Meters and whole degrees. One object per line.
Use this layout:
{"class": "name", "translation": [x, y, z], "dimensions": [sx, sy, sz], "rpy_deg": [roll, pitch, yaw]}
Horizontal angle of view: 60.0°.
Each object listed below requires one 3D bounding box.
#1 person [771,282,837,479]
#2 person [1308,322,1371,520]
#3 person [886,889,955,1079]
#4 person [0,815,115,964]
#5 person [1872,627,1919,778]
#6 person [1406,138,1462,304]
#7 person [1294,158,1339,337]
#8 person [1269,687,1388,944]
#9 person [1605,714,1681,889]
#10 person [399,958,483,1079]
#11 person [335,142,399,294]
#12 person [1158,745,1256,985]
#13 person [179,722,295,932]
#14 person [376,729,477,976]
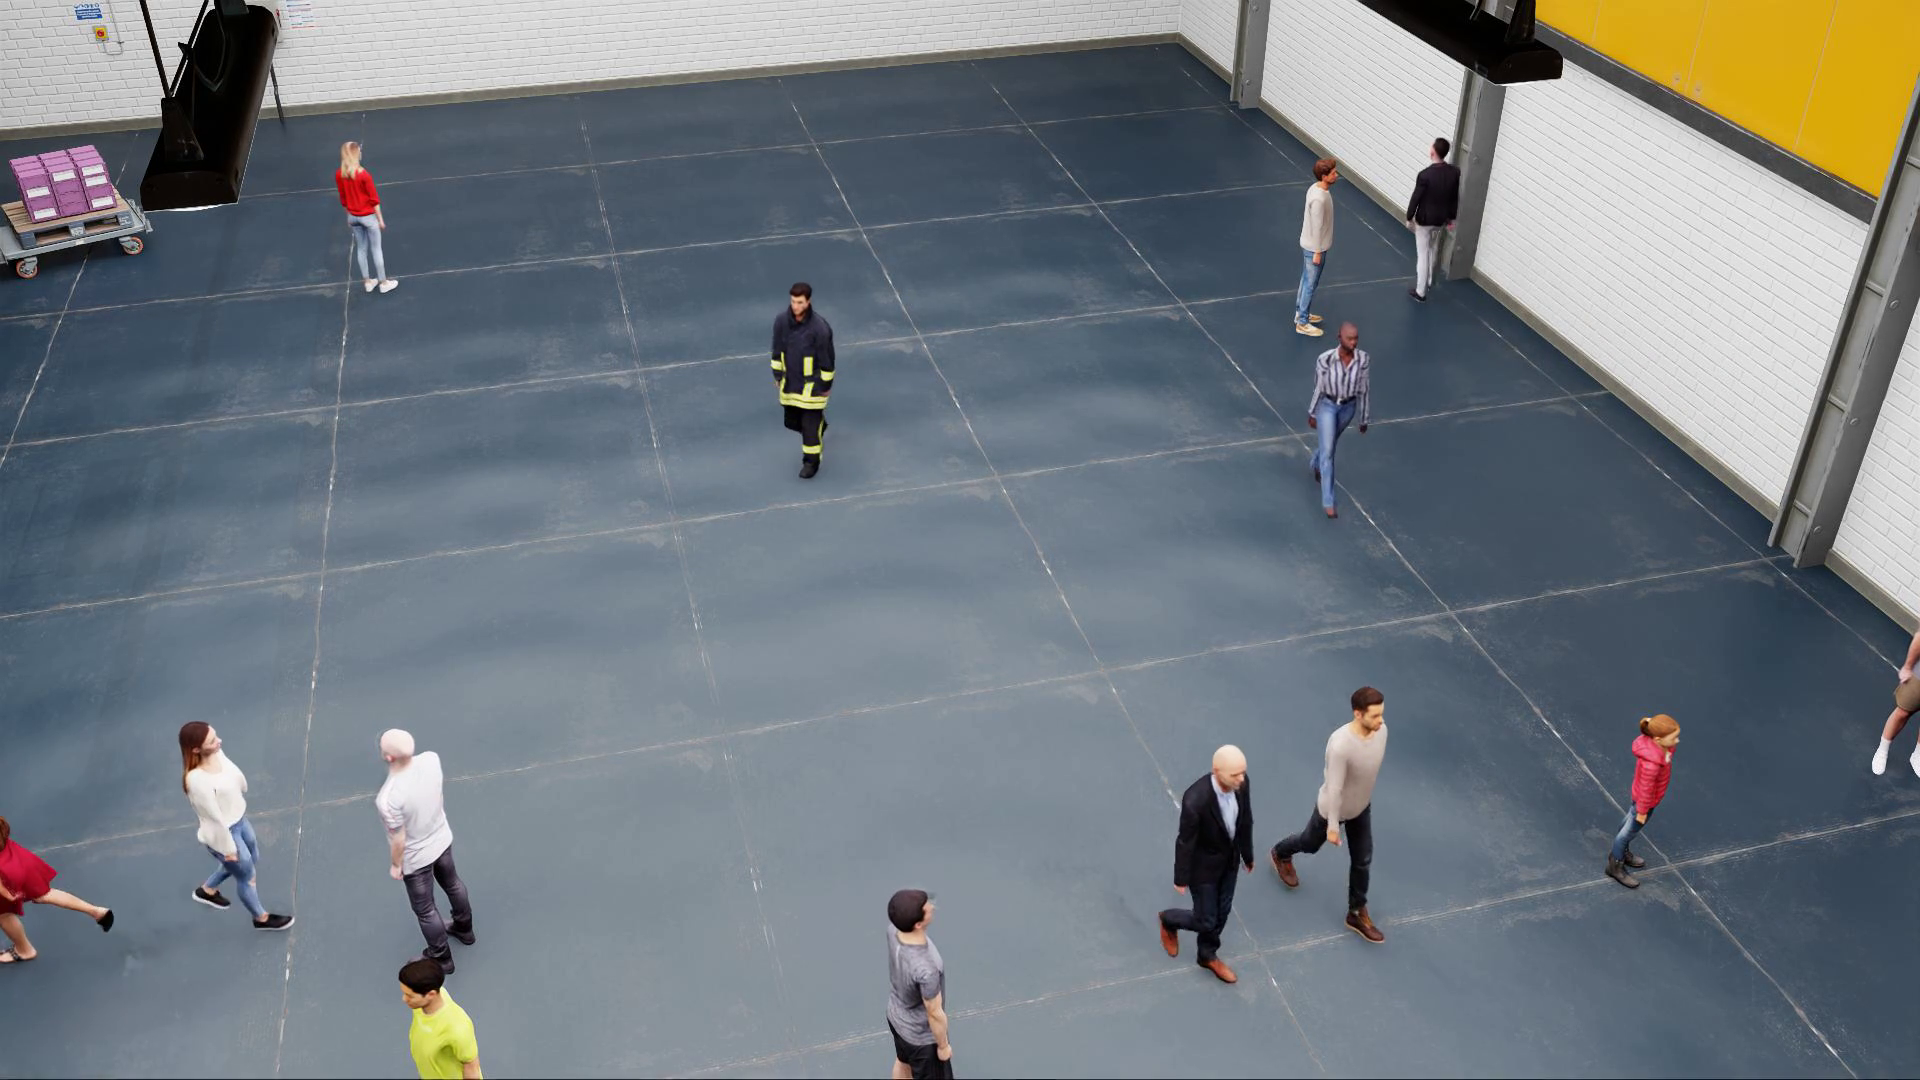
{"class": "person", "translation": [-1.373, -1.499, 15.040], "dimensions": [1.046, 1.909, 1.110], "rpy_deg": [14, 36, 20]}
{"class": "person", "translation": [3.283, -1.140, 14.658], "dimensions": [0.750, 1.735, 1.231], "rpy_deg": [-5, 34, -7]}
{"class": "person", "translation": [-0.241, 2.572, 8.948], "dimensions": [0.757, 1.873, 0.561], "rpy_deg": [-15, 37, -21]}
{"class": "person", "translation": [-5.724, 2.017, 10.105], "dimensions": [0.741, 1.515, 0.968], "rpy_deg": [0, 34, -1]}
{"class": "person", "translation": [6.837, 0.906, 11.583], "dimensions": [0.716, 1.844, 0.734], "rpy_deg": [9, 35, 13]}
{"class": "person", "translation": [5.135, -3.419, 17.997], "dimensions": [0.682, 1.835, 0.594], "rpy_deg": [-7, 34, -11]}
{"class": "person", "translation": [3.724, -3.095, 17.445], "dimensions": [0.806, 1.905, 0.665], "rpy_deg": [5, 34, 7]}
{"class": "person", "translation": [2.321, 1.625, 10.406], "dimensions": [0.884, 1.835, 1.251], "rpy_deg": [-18, 38, -25]}
{"class": "person", "translation": [4.438, 1.663, 10.818], "dimensions": [0.656, 1.318, 0.595], "rpy_deg": [18, 37, 24]}
{"class": "person", "translation": [-2.673, 2.810, 8.739], "dimensions": [0.661, 1.709, 0.767], "rpy_deg": [26, 41, 33]}
{"class": "person", "translation": [-6.569, -3.542, 18.297], "dimensions": [0.689, 1.707, 0.679], "rpy_deg": [8, 34, 12]}
{"class": "person", "translation": [1.477, 1.896, 10.042], "dimensions": [0.859, 1.787, 0.943], "rpy_deg": [-23, 40, -31]}
{"class": "person", "translation": [-4.609, 1.804, 10.276], "dimensions": [0.754, 1.682, 0.805], "rpy_deg": [-4, 34, -5]}
{"class": "person", "translation": [-3.247, 1.860, 10.056], "dimensions": [0.816, 1.833, 0.719], "rpy_deg": [11, 35, 16]}
